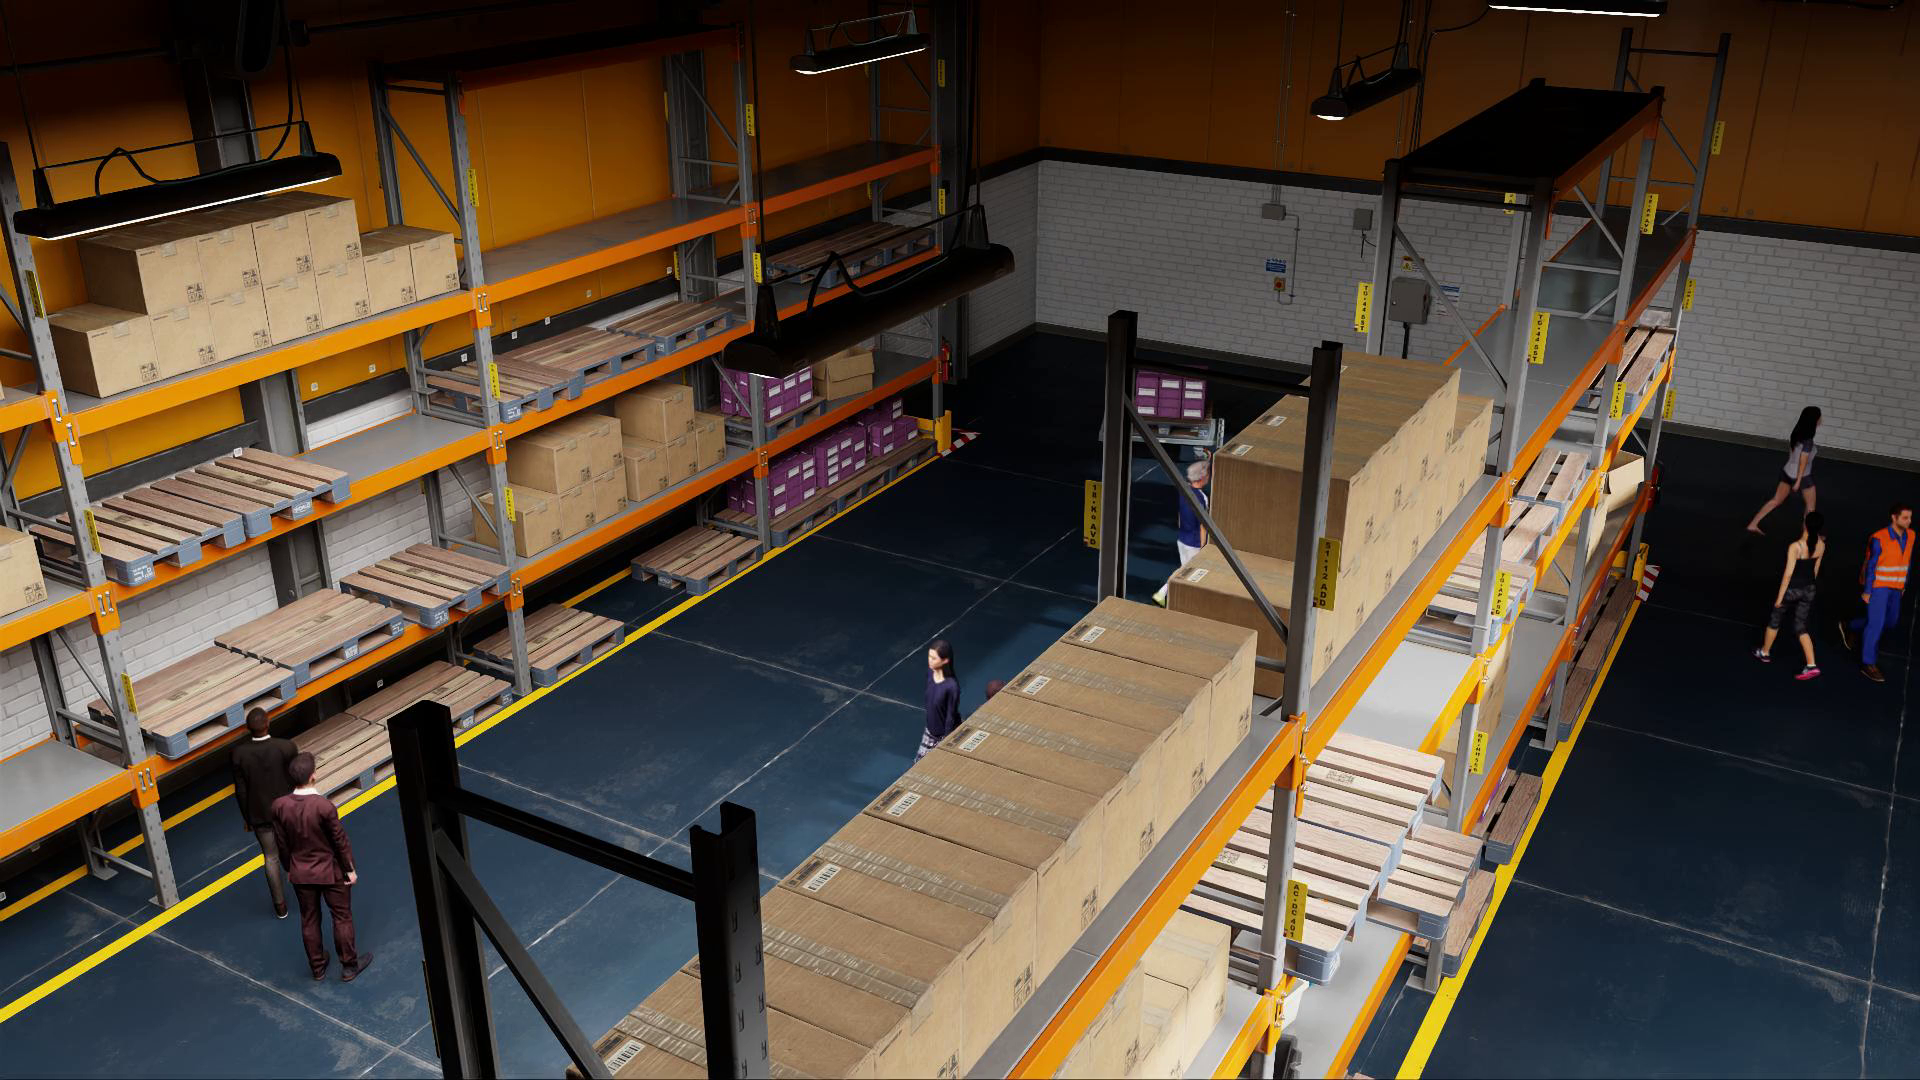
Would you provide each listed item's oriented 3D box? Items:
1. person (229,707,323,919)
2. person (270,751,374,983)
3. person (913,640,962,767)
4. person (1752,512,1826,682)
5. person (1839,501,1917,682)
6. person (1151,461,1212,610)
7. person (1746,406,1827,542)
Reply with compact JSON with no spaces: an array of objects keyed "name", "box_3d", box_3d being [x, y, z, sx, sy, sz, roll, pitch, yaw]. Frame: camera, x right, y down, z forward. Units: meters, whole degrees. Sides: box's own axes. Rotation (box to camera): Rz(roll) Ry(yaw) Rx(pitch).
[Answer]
[{"name":"person","box_3d":[-5.286,2.099,12.850,0.721,1.799,0.798,-8,25,-17]},{"name":"person","box_3d":[-4.672,2.391,12.101,0.773,1.864,0.761,1,24,2]},{"name":"person","box_3d":[-0.080,1.593,14.102,0.771,1.724,0.748,-15,28,-31]},{"name":"person","box_3d":[8.356,0.581,16.460,1.040,1.689,1.145,-6,24,-13]},{"name":"person","box_3d":[9.128,0.452,16.557,1.042,1.848,1.094,-7,24,-15]},{"name":"person","box_3d":[2.386,0.028,17.552,1.014,1.827,0.912,-10,26,-22]},{"name":"person","box_3d":[9.762,-0.765,19.571,0.997,1.664,1.134,1,24,2]}]
